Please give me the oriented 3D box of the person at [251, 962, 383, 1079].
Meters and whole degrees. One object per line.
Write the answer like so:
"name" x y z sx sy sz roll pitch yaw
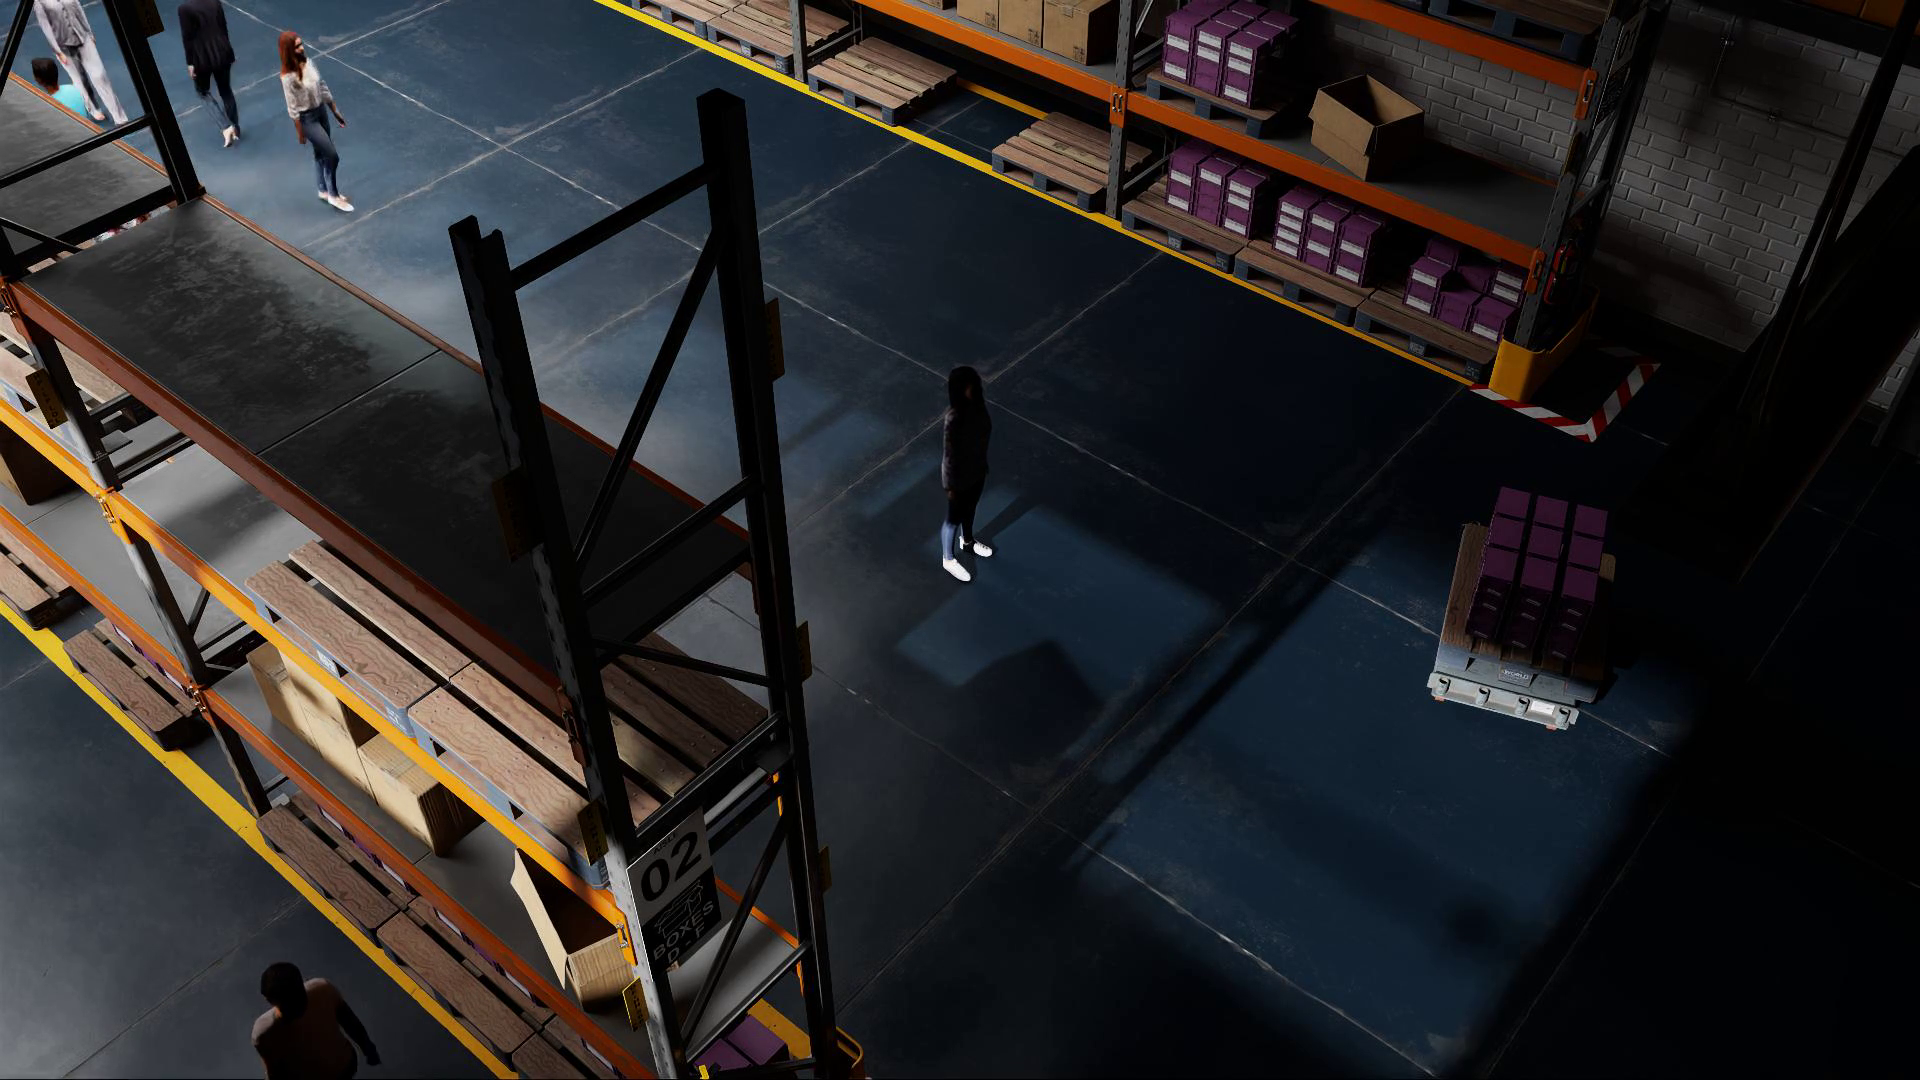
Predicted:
"person" -3.240 2.588 8.320 1.043 1.693 0.643 29 50 27

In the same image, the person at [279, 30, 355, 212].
"person" -5.917 -3.794 15.005 0.788 1.713 0.722 9 44 9

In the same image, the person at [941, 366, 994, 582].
"person" 0.034 -0.494 11.528 0.559 1.731 0.635 24 48 23

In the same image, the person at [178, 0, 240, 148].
"person" -7.156 -4.560 15.935 0.707 1.757 0.771 25 49 24

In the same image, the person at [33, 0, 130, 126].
"person" -8.645 -4.846 16.086 0.905 1.745 0.653 34 53 30

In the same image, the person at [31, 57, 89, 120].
"person" -7.564 -3.359 14.538 1.263 1.728 0.855 15 46 15
